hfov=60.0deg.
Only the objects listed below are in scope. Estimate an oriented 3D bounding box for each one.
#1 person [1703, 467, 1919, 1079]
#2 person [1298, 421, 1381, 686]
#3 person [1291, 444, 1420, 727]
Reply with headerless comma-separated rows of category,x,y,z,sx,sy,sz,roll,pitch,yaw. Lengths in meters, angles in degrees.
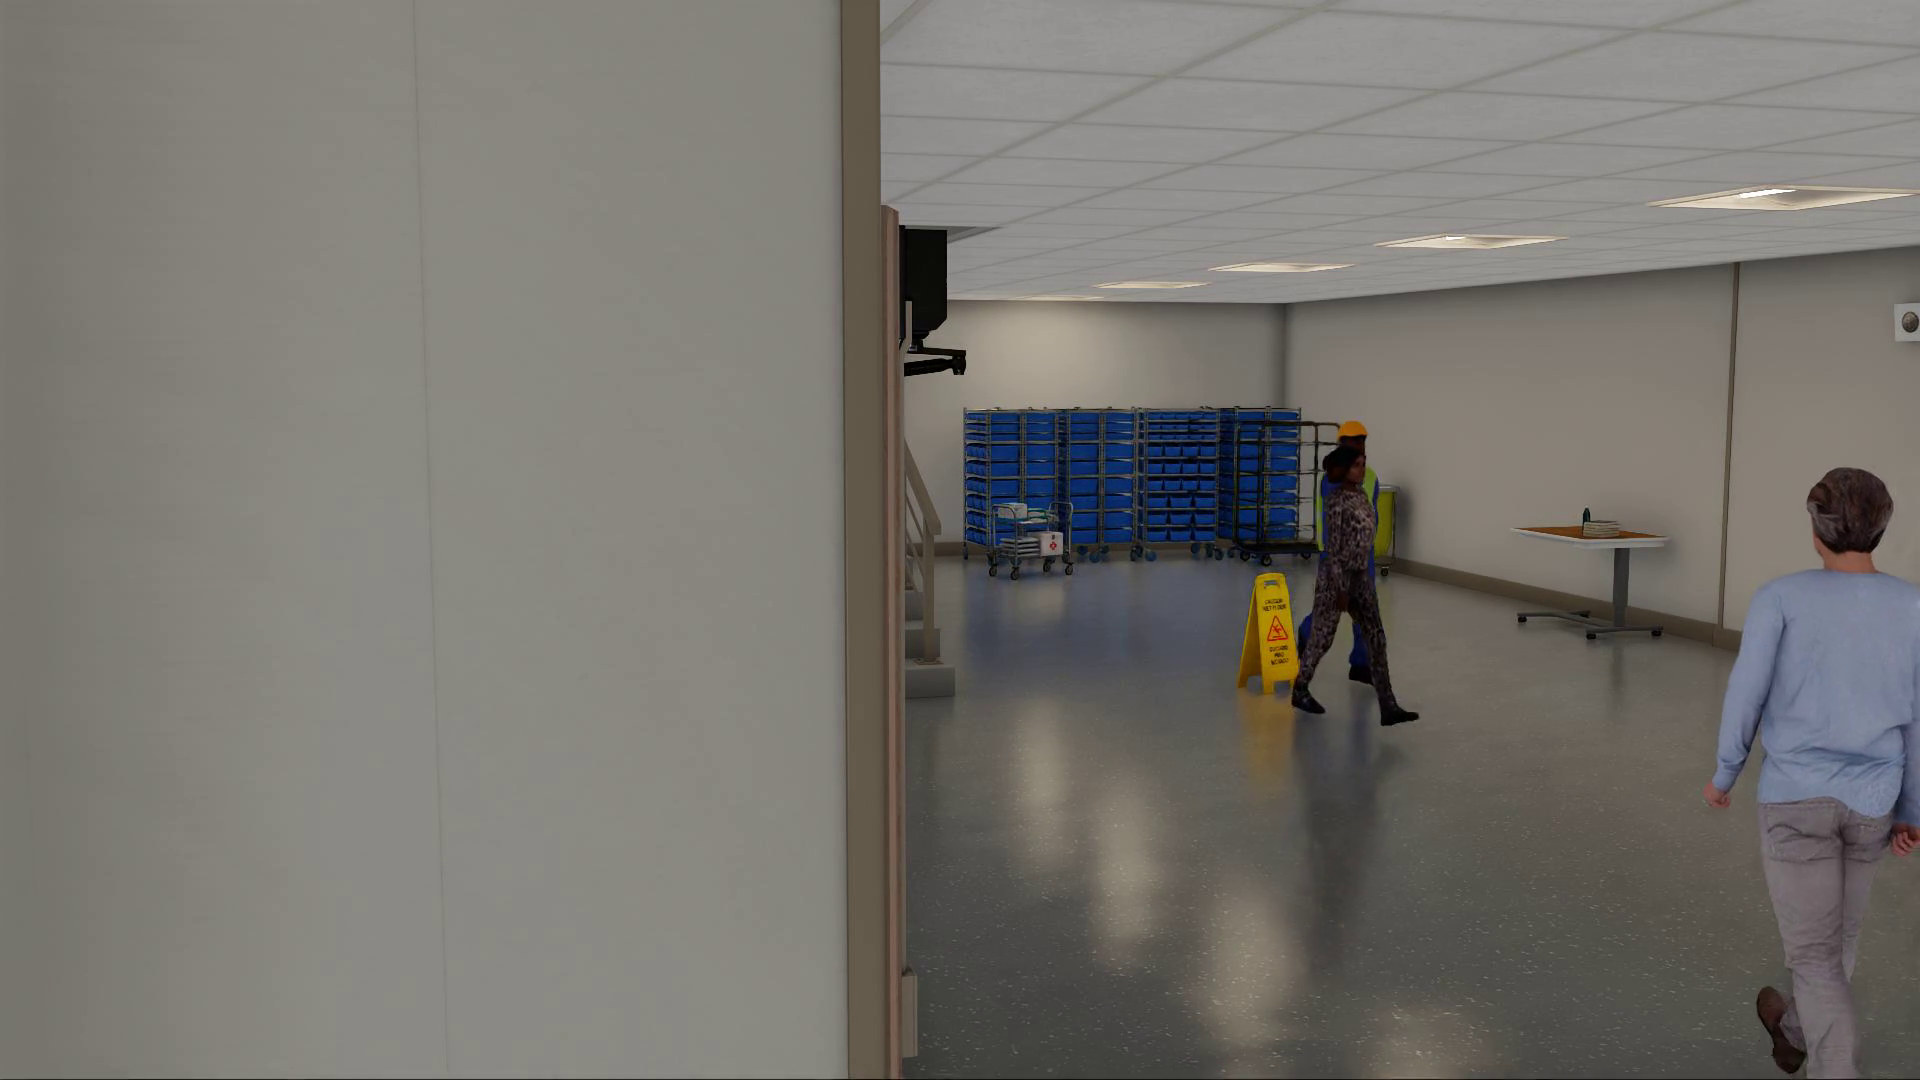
person,2.371,0.776,4.486,0.915,1.836,1.297,0,6,3
person,2.636,0.086,11.547,0.702,1.795,1.052,-2,6,-21
person,2.262,0.300,10.086,0.910,1.661,1.226,-4,7,-37
